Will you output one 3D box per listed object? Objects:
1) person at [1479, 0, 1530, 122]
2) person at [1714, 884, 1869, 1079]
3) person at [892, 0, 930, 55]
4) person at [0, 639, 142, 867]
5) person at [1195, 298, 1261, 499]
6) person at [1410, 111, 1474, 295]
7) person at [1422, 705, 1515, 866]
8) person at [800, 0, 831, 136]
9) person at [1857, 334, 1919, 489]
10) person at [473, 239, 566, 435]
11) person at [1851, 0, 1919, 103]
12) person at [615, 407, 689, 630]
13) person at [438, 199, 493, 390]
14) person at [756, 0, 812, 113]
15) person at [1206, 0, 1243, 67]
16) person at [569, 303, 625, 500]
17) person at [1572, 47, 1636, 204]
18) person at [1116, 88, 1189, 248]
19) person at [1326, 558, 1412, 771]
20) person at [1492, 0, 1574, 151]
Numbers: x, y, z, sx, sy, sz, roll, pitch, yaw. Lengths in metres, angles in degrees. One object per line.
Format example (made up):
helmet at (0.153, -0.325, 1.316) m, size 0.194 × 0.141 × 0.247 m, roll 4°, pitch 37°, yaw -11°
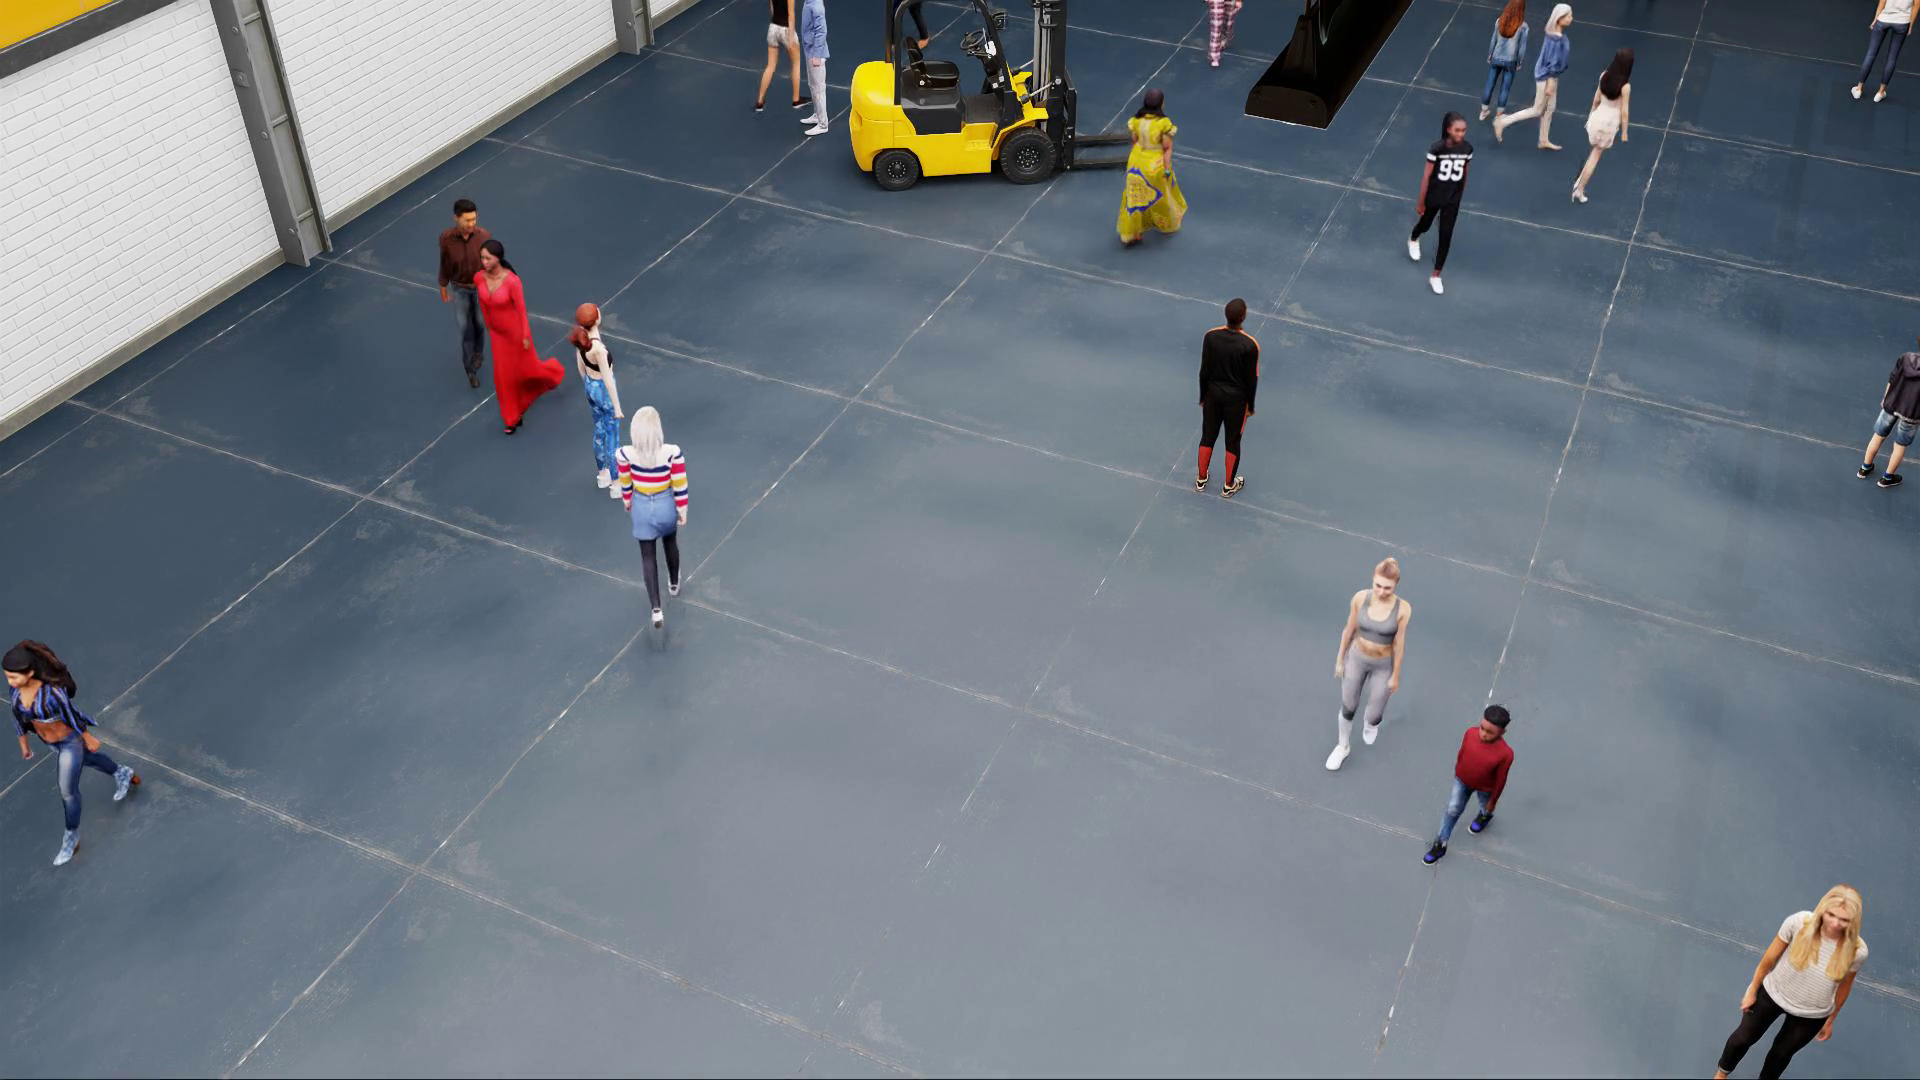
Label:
person at (6.264, -5.530, 19.144) m, size 0.593 × 1.474 × 0.532 m, roll 23°, pitch 44°, yaw 26°
person at (4.424, 2.456, 8.862) m, size 0.596 × 1.826 × 0.512 m, roll 17°, pitch 42°, yaw 20°
person at (-0.602, -6.855, 20.692) m, size 1.008 × 1.612 × 0.872 m, roll -28°, pitch 46°, yaw -30°
person at (-5.657, 1.230, 10.599) m, size 0.697 × 1.574 × 1.058 m, roll 13°, pitch 40°, yaw 15°
person at (2.143, -1.150, 13.391) m, size 0.607 × 1.808 × 0.509 m, roll 16°, pitch 41°, yaw 19°
person at (4.659, -3.351, 16.236) m, size 0.962 × 1.698 × 1.221 m, roll -1°, pitch 39°, yaw -2°
person at (3.332, 1.490, 10.555) m, size 0.678 × 1.221 × 0.957 m, roll 31°, pitch 48°, yaw 33°
person at (-1.640, -5.547, 18.833) m, size 0.803 × 1.888 × 0.717 m, roll -8°, pitch 39°, yaw -10°
person at (7.729, -1.094, 13.612) m, size 0.635 × 1.446 × 0.613 m, roll -26°, pitch 45°, yaw -29°
person at (-3.794, -1.791, 14.238) m, size 0.730 × 1.764 × 1.054 m, roll 10°, pitch 40°, yaw 12°
person at (10.956, -6.054, 19.533) m, size 0.592 × 1.808 × 0.509 m, roll 18°, pitch 42°, yaw 21°
person at (-2.244, -0.154, 12.163) m, size 0.992 × 1.785 × 1.156 m, roll -4°, pitch 39°, yaw -5°
person at (-4.369, -2.274, 14.861) m, size 1.038 × 1.731 × 1.109 m, roll -8°, pitch 39°, yaw -10°
person at (-2.116, -5.853, 19.287) m, size 0.817 × 1.800 × 1.021 m, roll 29°, pitch 47°, yaw 31°
person at (3.267, -6.738, 20.498) m, size 0.760 × 1.672 × 0.992 m, roll 10°, pitch 40°, yaw 13°
person at (-2.883, -1.137, 13.405) m, size 0.692 × 1.782 × 0.661 m, roll -29°, pitch 47°, yaw -31°
person at (6.658, -4.298, 17.402) m, size 0.740 × 1.723 × 0.677 m, roll -14°, pitch 41°, yaw -17°
person at (1.872, -3.711, 16.753) m, size 0.815 × 1.626 × 1.198 m, roll 23°, pitch 44°, yaw 26°
person at (2.749, 0.799, 11.043) m, size 0.580 × 1.693 × 0.731 m, roll 20°, pitch 43°, yaw 23°
person at (6.433, -5.120, 18.477) m, size 0.785 × 1.676 × 1.017 m, roll 10°, pitch 40°, yaw 12°
